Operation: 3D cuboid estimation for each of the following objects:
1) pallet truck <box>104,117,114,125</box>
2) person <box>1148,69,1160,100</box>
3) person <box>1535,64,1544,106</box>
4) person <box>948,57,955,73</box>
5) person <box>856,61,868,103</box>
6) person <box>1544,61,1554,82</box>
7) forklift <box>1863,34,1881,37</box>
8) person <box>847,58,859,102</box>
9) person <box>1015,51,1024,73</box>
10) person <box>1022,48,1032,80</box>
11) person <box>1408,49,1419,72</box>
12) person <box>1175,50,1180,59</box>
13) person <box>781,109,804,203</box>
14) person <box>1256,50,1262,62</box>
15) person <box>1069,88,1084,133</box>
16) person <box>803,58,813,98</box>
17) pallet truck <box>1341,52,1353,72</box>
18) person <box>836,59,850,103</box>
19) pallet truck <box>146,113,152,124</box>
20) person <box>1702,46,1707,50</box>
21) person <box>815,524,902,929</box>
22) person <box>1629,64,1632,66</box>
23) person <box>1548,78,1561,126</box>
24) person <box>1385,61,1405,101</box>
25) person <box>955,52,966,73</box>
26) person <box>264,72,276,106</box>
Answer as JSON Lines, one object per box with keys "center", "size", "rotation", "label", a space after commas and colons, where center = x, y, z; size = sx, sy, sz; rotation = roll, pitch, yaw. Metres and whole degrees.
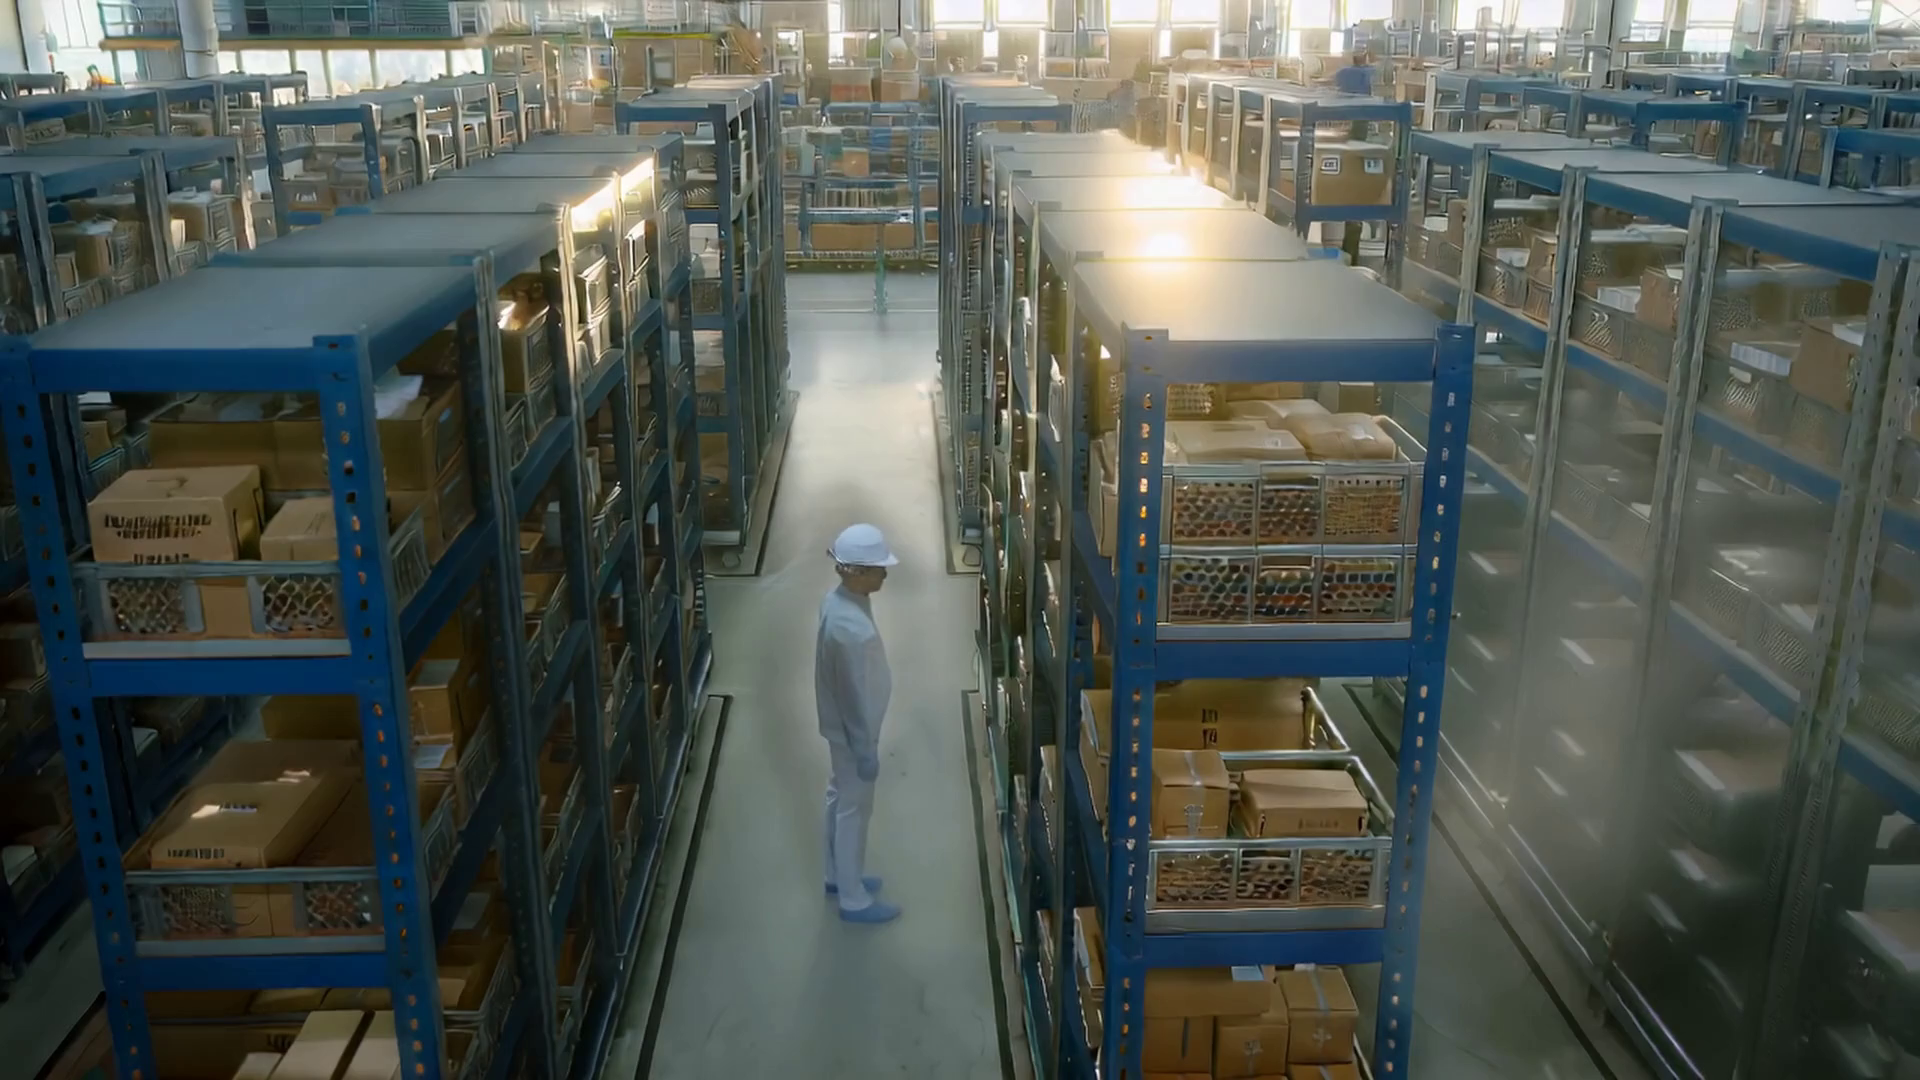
{"center": [-18.367, -7.885, 35.078], "size": [1.885, 1.965, 0.823], "rotation": [1, 18, 2], "label": "pallet truck"}
{"center": [7.853, -18.205, 67.420], "size": [0.494, 1.743, 0.304], "rotation": [4, 18, 12], "label": "person"}
{"center": [24.087, -18.862, 69.277], "size": [0.526, 1.859, 0.316], "rotation": [-10, 20, -28], "label": "person"}
{"center": [-0.379, -21.193, 76.387], "size": [0.371, 1.916, 0.597], "rotation": [3, 18, 8], "label": "person"}
{"center": [-4.185, -19.426, 70.926], "size": [0.562, 1.918, 0.446], "rotation": [-10, 21, -29], "label": "person"}
{"center": [25.412, -19.744, 71.960], "size": [0.355, 1.883, 0.574], "rotation": [17, 24, 42], "label": "person"}
{"center": [44.131, -23.197, 81.047], "size": [1.129, 2.768, 1.873], "rotation": [-1, 18, -2], "label": "forklift"}
{"center": [-4.831, -20.705, 74.876], "size": [0.591, 1.919, 0.392], "rotation": [5, 19, 14], "label": "person"}
{"center": [3.132, -25.461, 89.769], "size": [0.883, 1.813, 0.618], "rotation": [9, 20, 26], "label": "person"}
{"center": [3.566, -26.079, 91.546], "size": [0.997, 1.898, 0.619], "rotation": [5, 19, 15], "label": "person"}
{"center": [23.353, -24.250, 85.648], "size": [0.535, 2.000, 0.698], "rotation": [0, 18, 0], "label": "person"}
{"center": [11.700, -25.364, 89.413], "size": [0.377, 1.852, 0.511], "rotation": [-7, 19, -20], "label": "person"}
{"center": [-3.740, -8.529, 36.996], "size": [0.375, 2.044, 0.605], "rotation": [17, 24, 41], "label": "person"}
{"center": [15.971, -25.443, 89.594], "size": [1.003, 1.873, 0.604], "rotation": [-1, 18, -3], "label": "person"}
{"center": [3.438, -12.341, 49.043], "size": [0.569, 1.875, 0.943], "rotation": [-1, 18, -3], "label": "person"}
{"center": [-7.127, -21.712, 78.115], "size": [0.582, 1.853, 0.933], "rotation": [4, 18, 12], "label": "person"}
{"center": [18.794, -23.123, 82.231], "size": [0.823, 1.965, 1.885], "rotation": [-13, 22, -35], "label": "pallet truck"}
{"center": [-5.039, -19.647, 71.508], "size": [0.634, 1.973, 0.617], "rotation": [-9, 20, -25], "label": "person"}
{"center": [-18.087, -8.309, 36.390], "size": [1.885, 1.965, 0.823], "rotation": [-1, 18, -4], "label": "pallet truck"}
{"center": [42.198, -27.062, 94.538], "size": [0.385, 1.922, 0.594], "rotation": [-7, 19, -21], "label": "person"}
{"center": [-0.487, 0.880, 7.961], "size": [0.395, 1.990, 0.619], "rotation": [-5, 19, -15], "label": "person"}
{"center": [32.172, -22.514, 80.453], "size": [0.629, 1.932, 0.377], "rotation": [-1, 18, -3], "label": "person"}
{"center": [21.217, -15.589, 59.342], "size": [0.551, 1.717, 0.886], "rotation": [8, 19, 23], "label": "person"}
{"center": [18.672, -19.496, 71.158], "size": [0.785, 1.917, 0.551], "rotation": [7, 19, 21], "label": "person"}
{"center": [0.016, -24.664, 87.265], "size": [0.659, 1.829, 0.450], "rotation": [-11, 21, -31], "label": "person"}
{"center": [-25.557, -16.352, 61.525], "size": [0.508, 1.842, 0.332], "rotation": [-8, 20, -24], "label": "person"}
